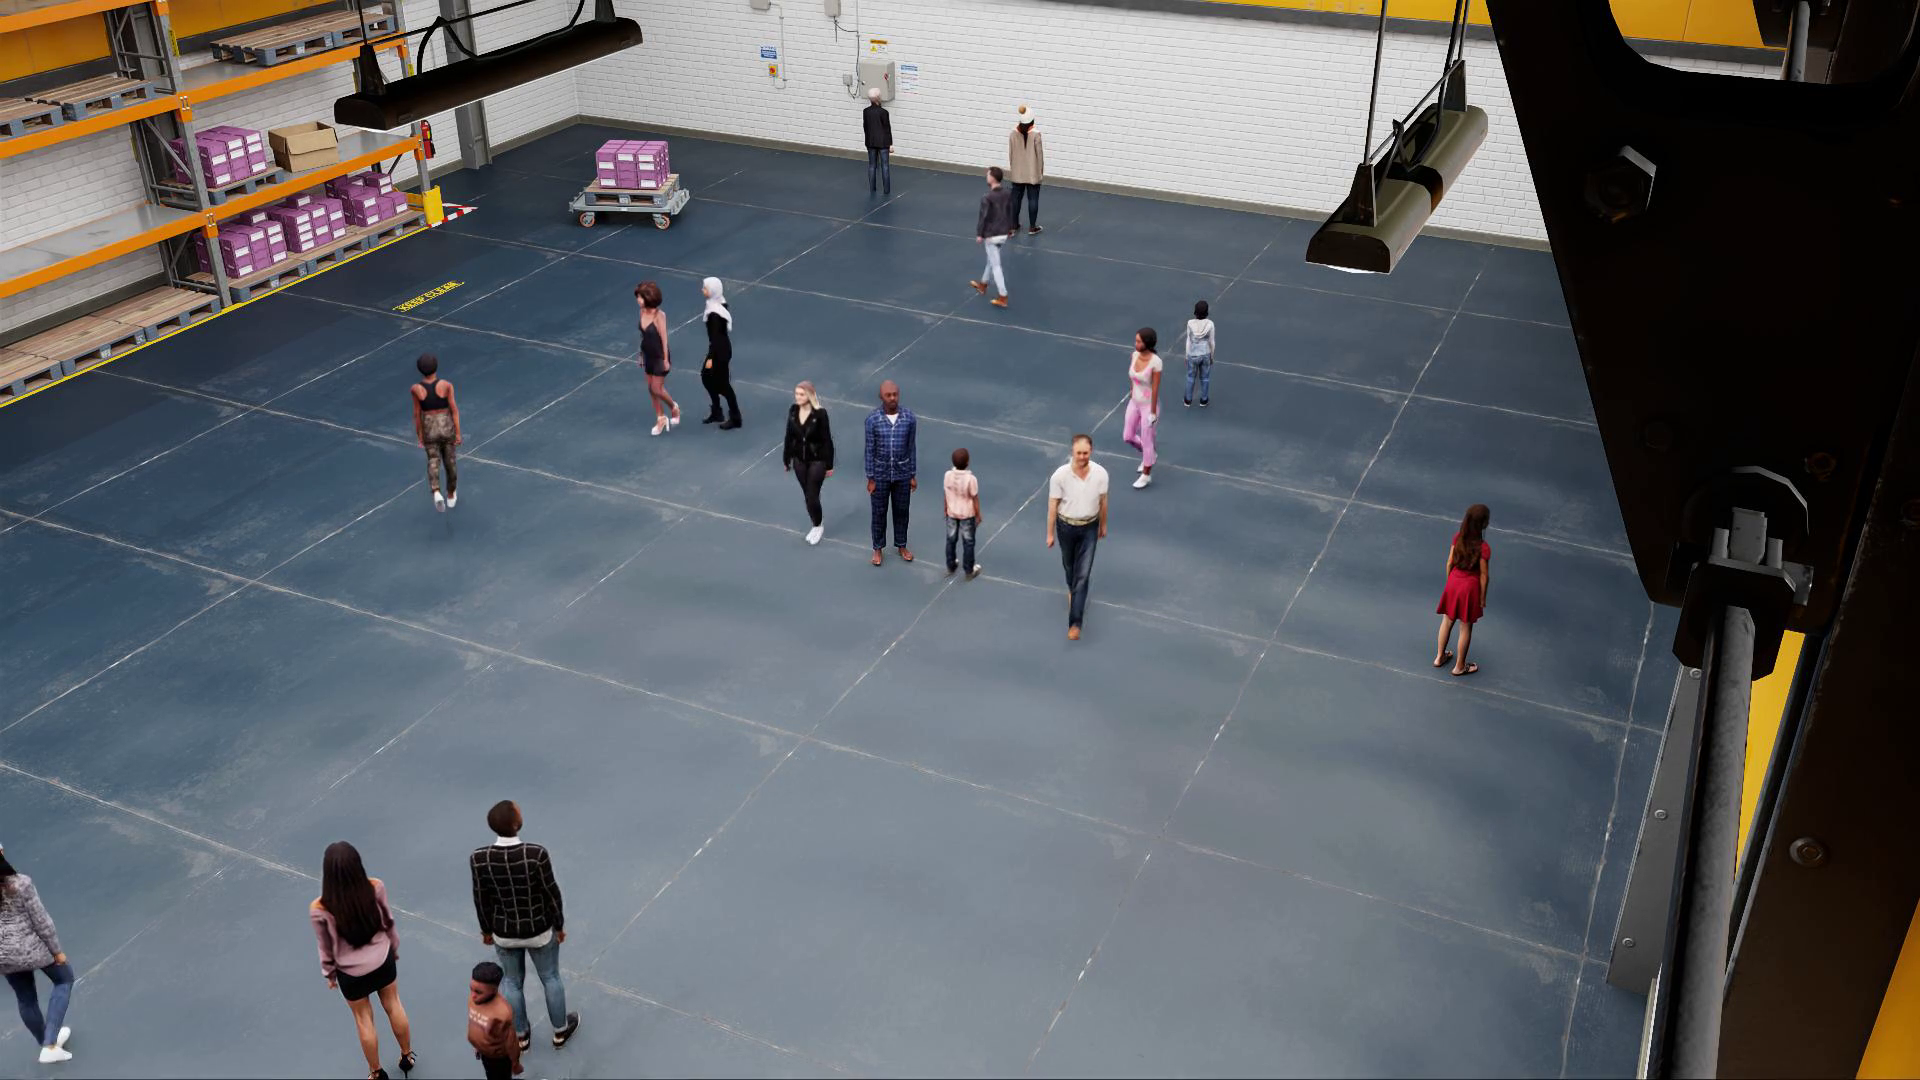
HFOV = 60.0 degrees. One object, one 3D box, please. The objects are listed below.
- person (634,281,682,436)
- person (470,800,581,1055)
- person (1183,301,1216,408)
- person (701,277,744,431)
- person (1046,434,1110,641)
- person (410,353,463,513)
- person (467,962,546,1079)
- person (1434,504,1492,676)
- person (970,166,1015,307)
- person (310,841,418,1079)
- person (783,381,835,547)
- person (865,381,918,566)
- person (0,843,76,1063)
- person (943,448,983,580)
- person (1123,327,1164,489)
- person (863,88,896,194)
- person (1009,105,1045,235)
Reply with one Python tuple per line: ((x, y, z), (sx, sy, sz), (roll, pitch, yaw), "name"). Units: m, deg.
((-3.246, -1.980, 18.104), (0.655, 1.776, 0.732), (21, 35, 34), "person")
((-2.660, 2.361, 10.099), (0.744, 1.819, 0.734), (-2, 29, -3), "person")
((2.716, -2.123, 18.903), (0.543, 1.261, 0.574), (3, 29, 5), "person")
((-2.526, -2.031, 18.208), (0.826, 1.765, 0.758), (-3, 29, -5), "person")
((1.036, -0.131, 14.685), (0.961, 1.803, 1.347), (3, 29, 5), "person")
((-5.158, -1.024, 16.443), (0.887, 1.687, 0.996), (-6, 29, -11), "person")
((-2.639, 2.919, 9.676), (0.620, 1.246, 0.713), (23, 36, 36), "person")
((4.236, 0.401, 13.970), (0.708, 1.552, 0.649), (-23, 36, -35), "person")
((0.508, -3.913, 21.619), (0.965, 1.802, 1.070), (25, 38, 38), "person")
((-3.508, 2.519, 9.818), (0.628, 1.812, 0.753), (-20, 34, -32), "person")
((-1.394, -0.778, 16.007), (0.625, 1.673, 0.580), (12, 31, 22), "person")
((-0.659, -0.651, 15.623), (0.764, 1.817, 0.810), (-8, 30, -14), "person")
((-5.635, 2.508, 9.927), (0.793, 1.726, 0.855), (-2, 29, -4), "person")
((0.001, -0.257, 15.434), (0.496, 1.307, 0.470), (13, 31, 23), "person")
((1.956, -1.377, 17.044), (0.804, 1.732, 0.739), (-23, 36, -36), "person")
((-1.249, -6.236, 26.231), (0.748, 1.778, 0.596), (15, 32, 25), "person")
((0.958, -5.428, 24.306), (0.661, 1.890, 0.629), (13, 31, 22), "person")
